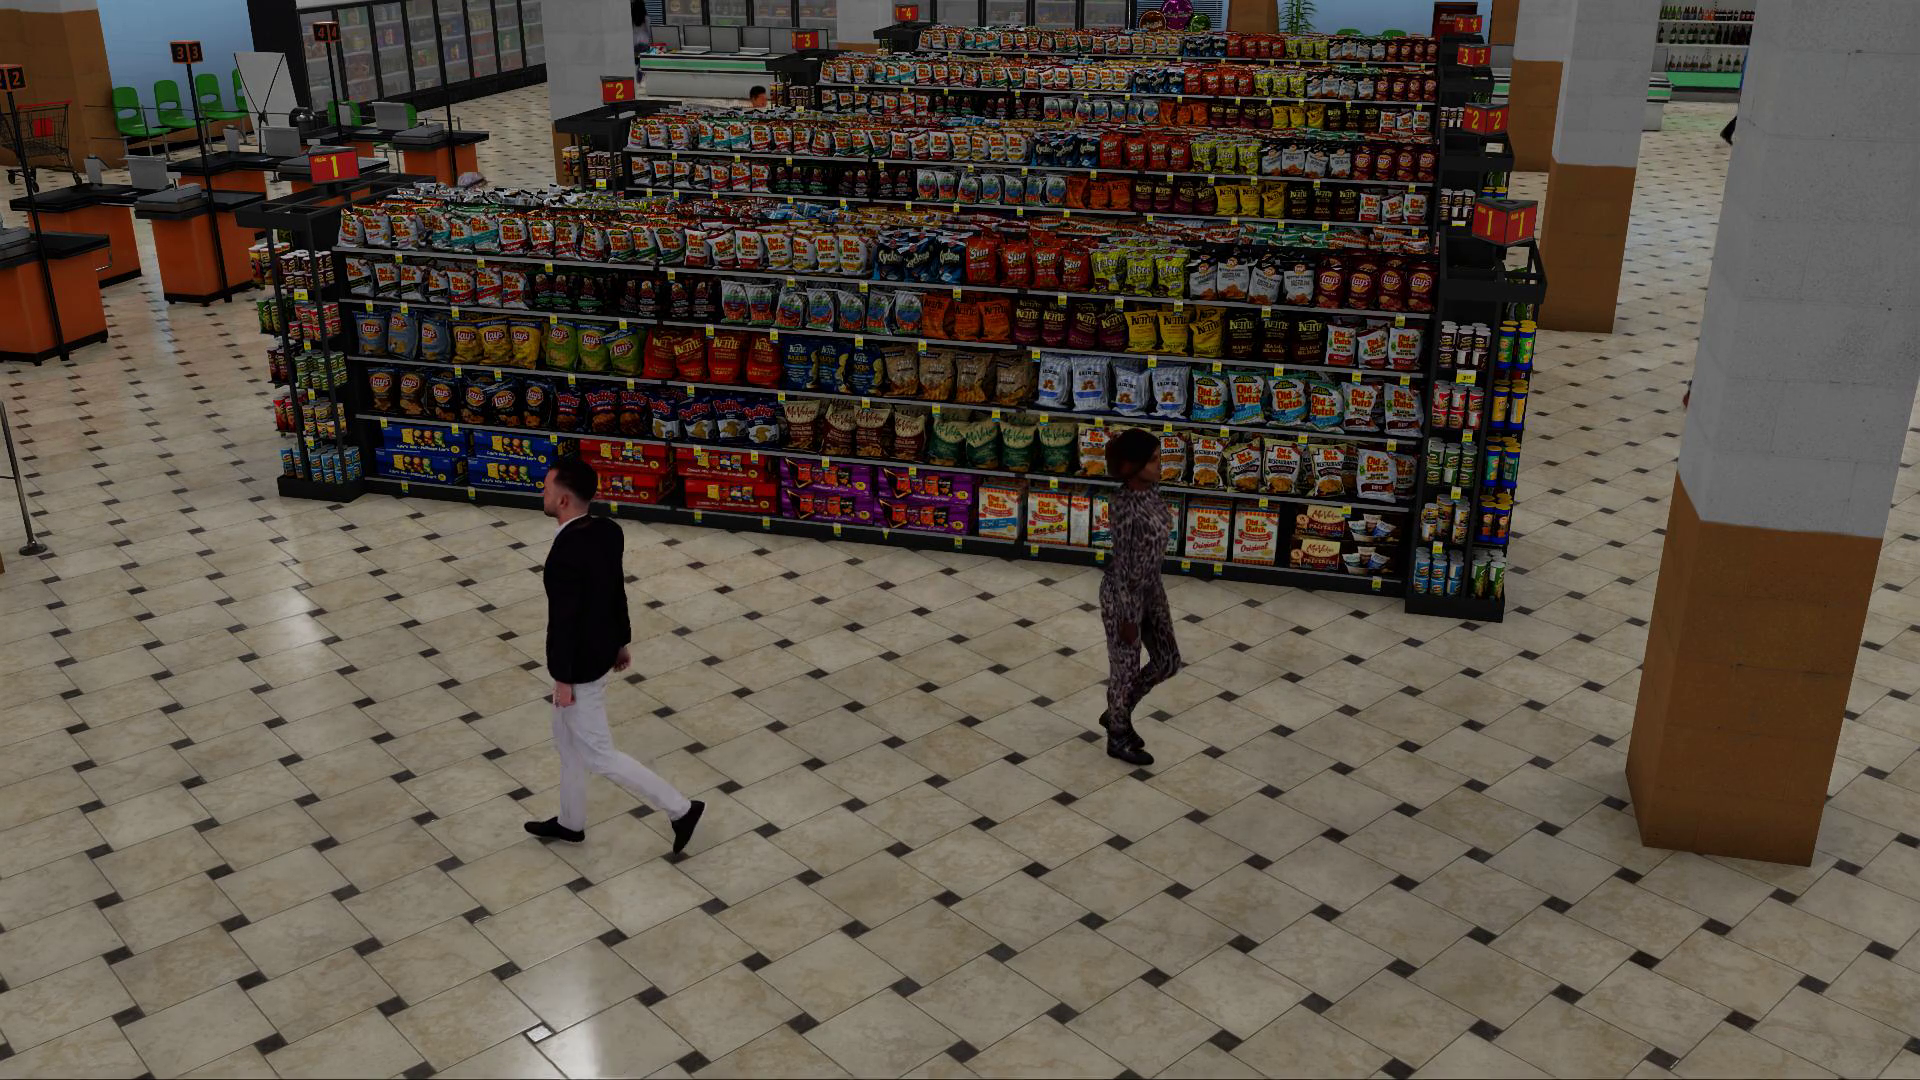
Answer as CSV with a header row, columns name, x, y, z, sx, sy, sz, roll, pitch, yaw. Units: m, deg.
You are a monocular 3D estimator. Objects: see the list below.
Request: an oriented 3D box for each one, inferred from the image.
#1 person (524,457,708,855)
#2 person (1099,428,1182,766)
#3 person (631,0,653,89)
name,x,y,z,sx,sy,sz,roll,pitch,yaw
person,-1.507,0.552,7.063,1.126,1.813,0.701,4,22,11
person,0.754,0.272,7.897,0.724,1.709,0.690,15,26,33
person,-6.381,-9.848,33.101,1.066,1.697,0.783,8,23,19
